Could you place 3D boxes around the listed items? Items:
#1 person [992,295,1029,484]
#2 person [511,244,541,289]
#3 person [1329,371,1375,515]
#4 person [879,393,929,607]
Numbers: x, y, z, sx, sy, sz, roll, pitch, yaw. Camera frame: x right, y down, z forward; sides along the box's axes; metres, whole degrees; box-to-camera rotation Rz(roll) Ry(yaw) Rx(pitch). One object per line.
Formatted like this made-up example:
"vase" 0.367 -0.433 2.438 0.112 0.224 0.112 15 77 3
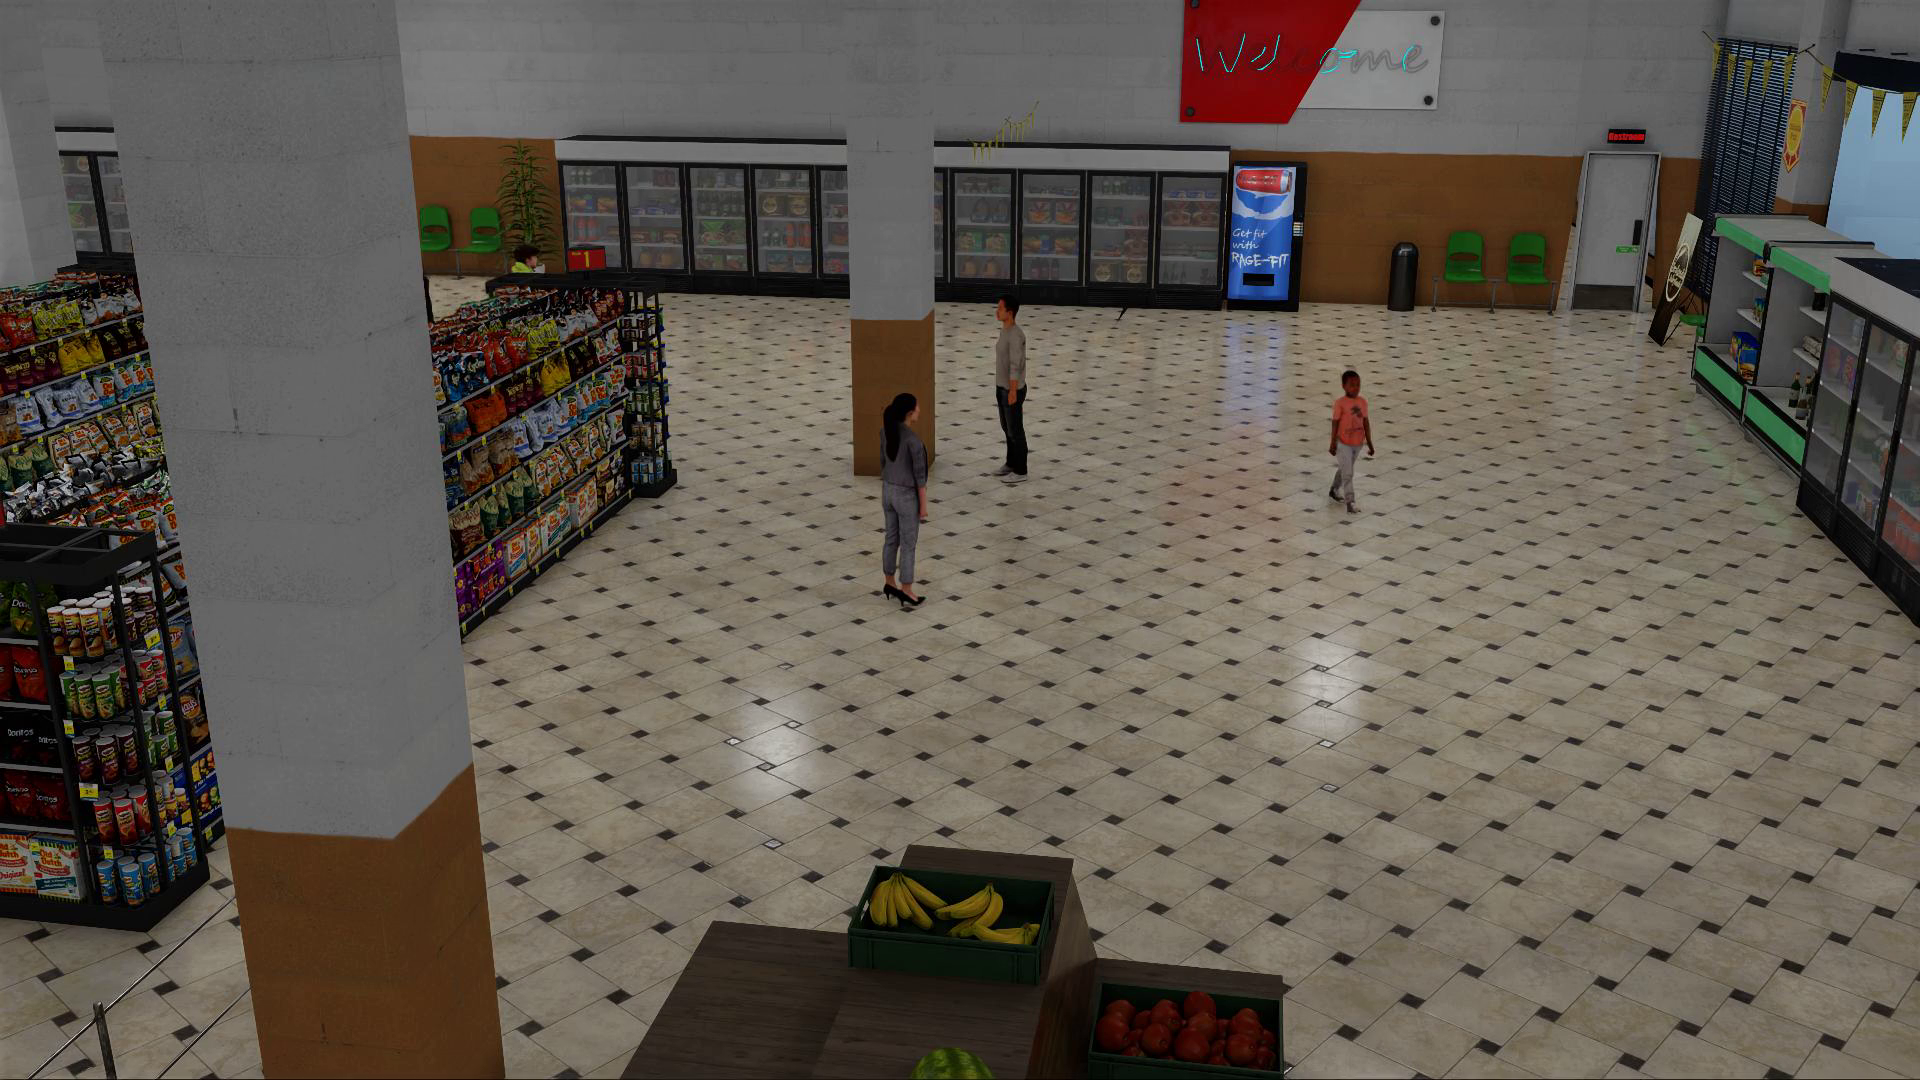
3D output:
"person" 0.508 -1.468 16.021 0.765 1.807 0.617 -5 19 -14
"person" -4.773 -2.187 17.911 1.169 1.962 1.123 -9 21 -25
"person" 3.519 -0.906 15.176 0.760 1.282 0.952 -6 19 -16
"person" -0.456 -0.308 12.788 0.752 1.675 0.719 -17 25 -41
